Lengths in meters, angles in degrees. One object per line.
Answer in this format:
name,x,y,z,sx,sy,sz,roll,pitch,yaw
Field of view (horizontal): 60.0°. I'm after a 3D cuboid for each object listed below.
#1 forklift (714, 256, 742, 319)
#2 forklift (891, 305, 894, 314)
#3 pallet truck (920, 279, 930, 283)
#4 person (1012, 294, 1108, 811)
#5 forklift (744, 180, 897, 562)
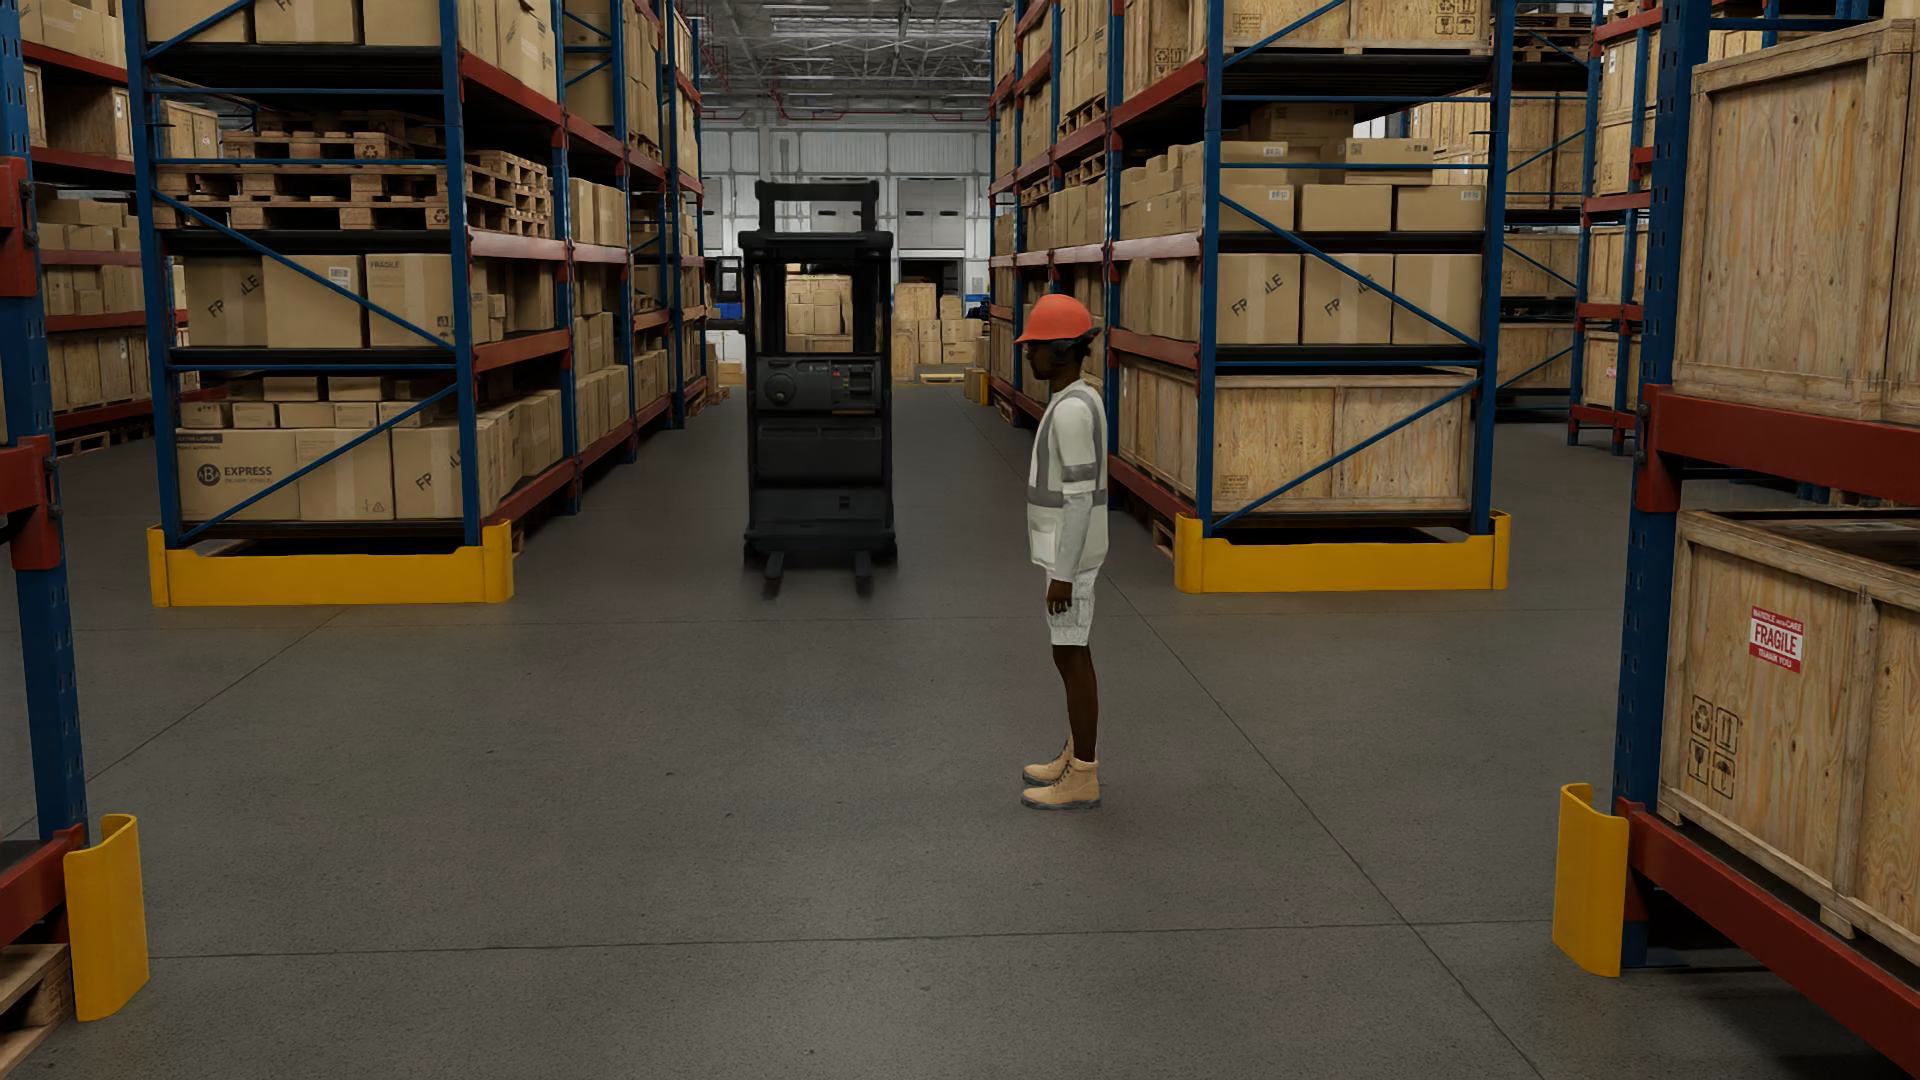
forklift,-8.560,-9.153,61.804,1.129,2.768,1.873,-1,9,-4
forklift,-3.206,-8.270,56.257,1.873,2.768,1.129,5,10,27
pallet truck,-0.932,-8.922,63.114,1.885,1.965,0.823,2,9,13
person,0.395,0.053,6.617,0.390,2.041,0.614,1,9,5
forklift,-1.081,-1.353,12.825,1.129,2.768,1.873,-1,9,-4
